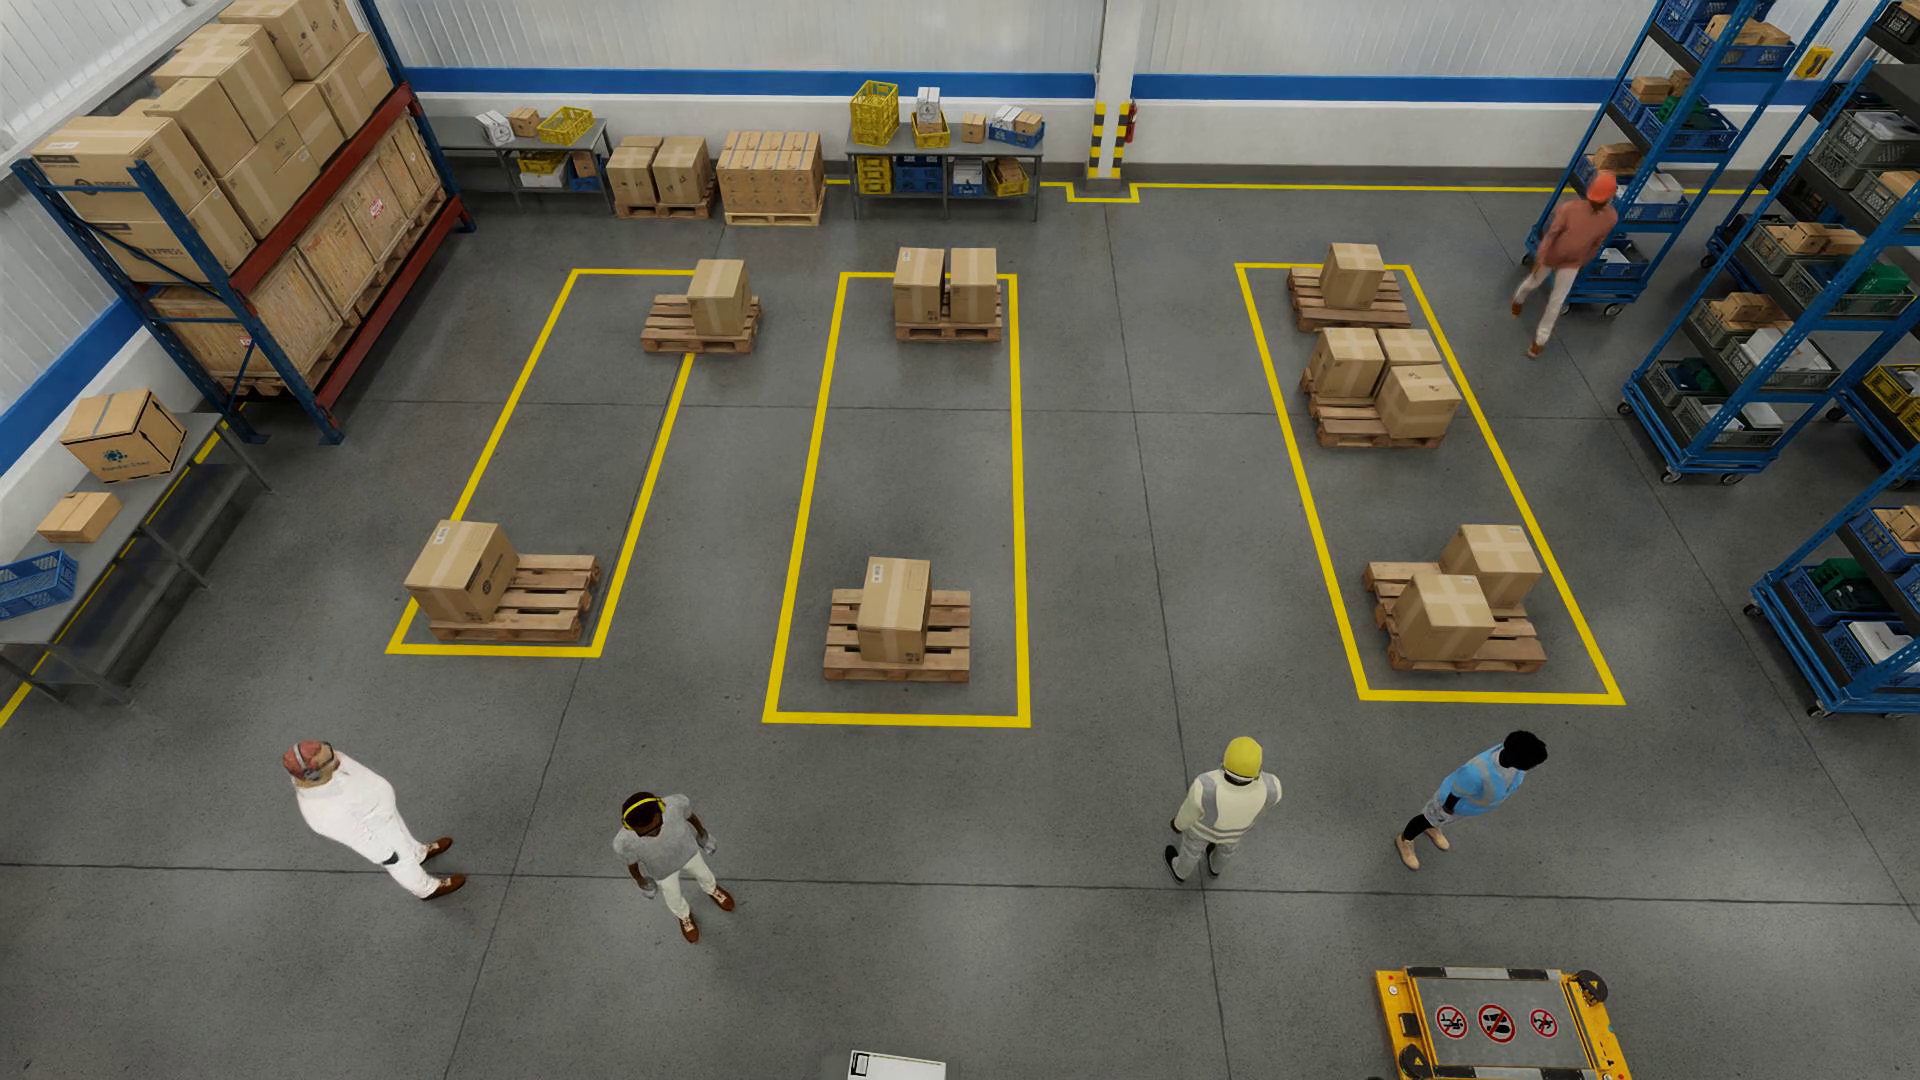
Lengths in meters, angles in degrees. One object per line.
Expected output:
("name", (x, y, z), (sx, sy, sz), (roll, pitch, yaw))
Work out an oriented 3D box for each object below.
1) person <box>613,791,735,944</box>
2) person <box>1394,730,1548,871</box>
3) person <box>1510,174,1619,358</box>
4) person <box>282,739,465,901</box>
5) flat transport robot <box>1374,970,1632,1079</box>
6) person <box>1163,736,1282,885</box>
("person", (-1.795, 2.028, 5.792), (0.528, 1.867, 0.312), (-36, 59, -26))
("person", (3.414, 1.721, 6.154), (0.533, 1.692, 0.319), (-21, 54, -16))
("person", (6.501, -3.047, 9.887), (0.609, 1.943, 1.025), (15, 52, 12))
("person", (-3.801, 1.805, 5.957), (0.399, 1.900, 0.645), (-28, 56, -21))
("flat transport robot", (3.501, 3.133, 5.914), (1.431, 0.197, 0.652), (1, 51, 1))
("person", (1.683, 1.801, 6.003), (0.588, 1.827, 0.404), (-3, 51, -3))
